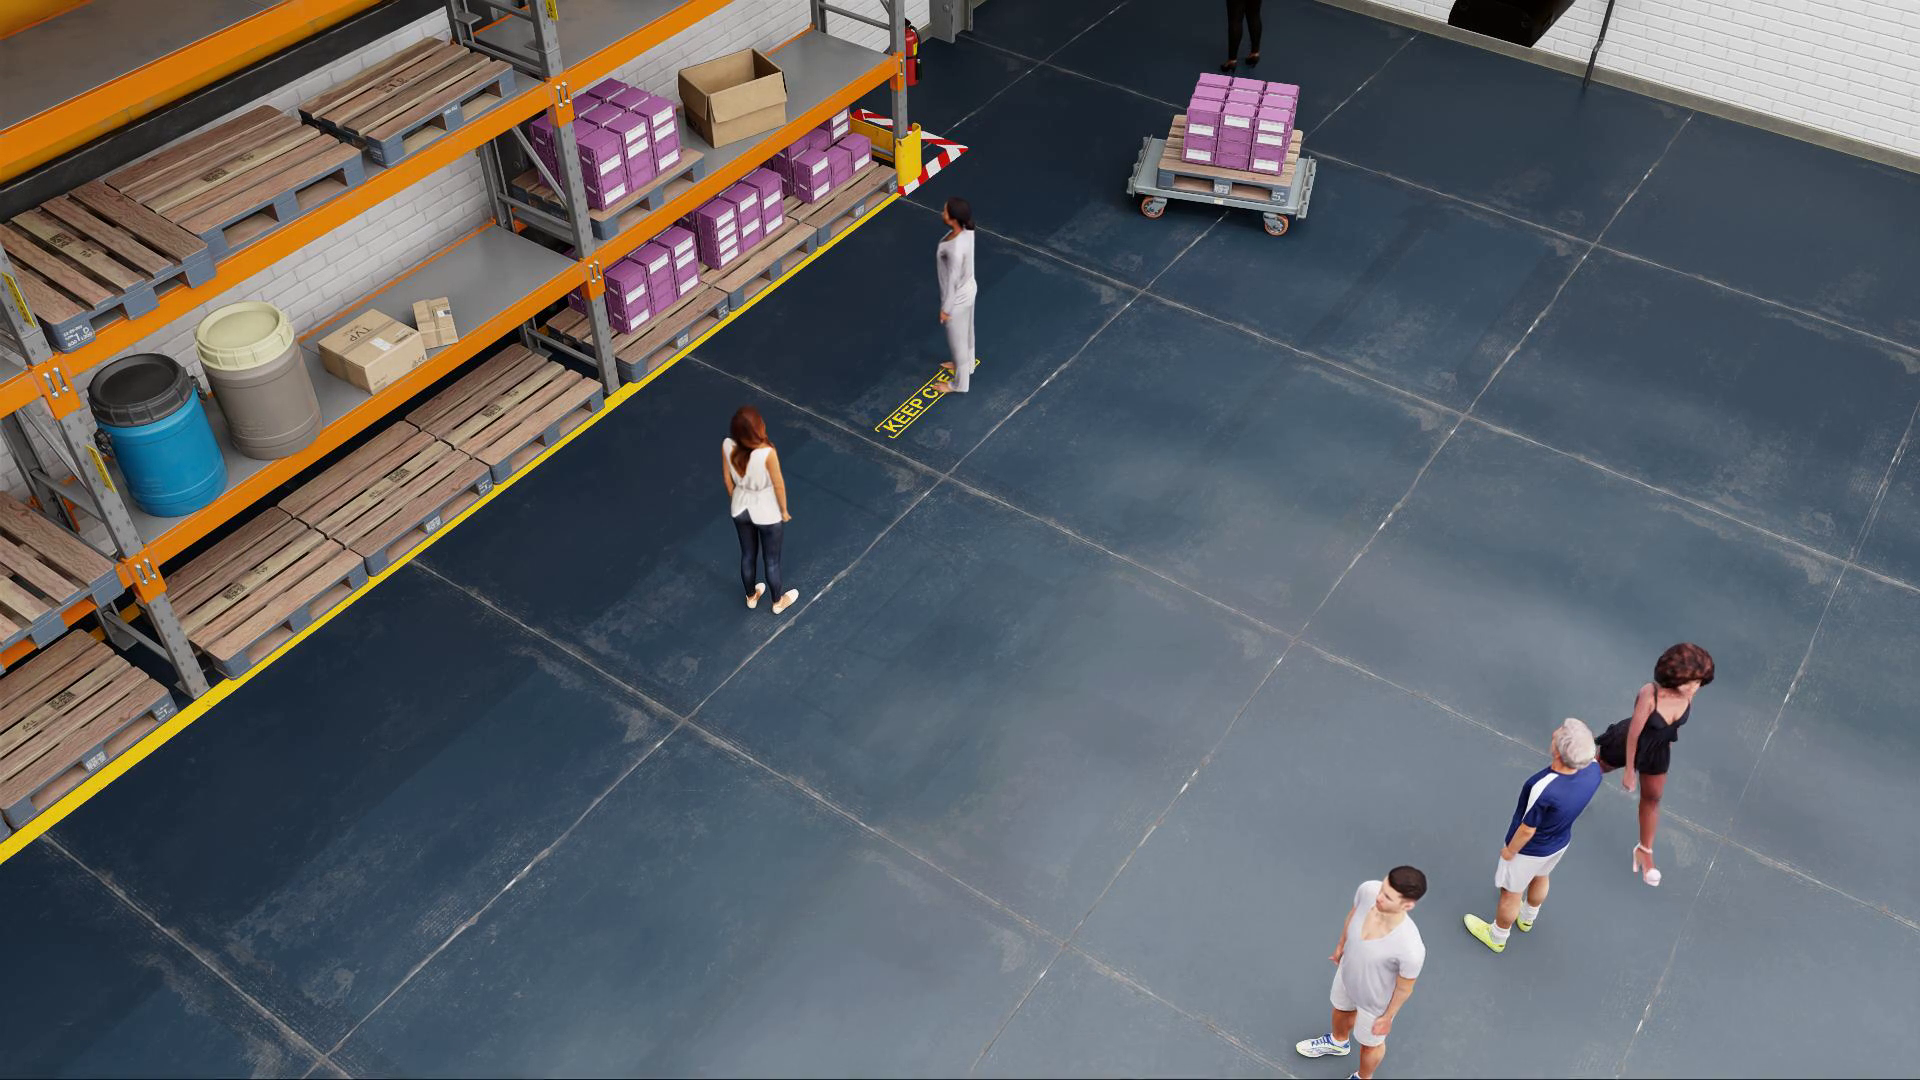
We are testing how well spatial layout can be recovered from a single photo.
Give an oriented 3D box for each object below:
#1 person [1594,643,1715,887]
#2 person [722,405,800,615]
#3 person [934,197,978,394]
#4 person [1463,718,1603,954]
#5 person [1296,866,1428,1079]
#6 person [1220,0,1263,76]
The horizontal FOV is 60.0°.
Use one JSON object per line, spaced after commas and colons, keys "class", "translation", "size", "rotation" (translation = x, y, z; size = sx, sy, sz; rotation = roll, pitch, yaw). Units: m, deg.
{"class": "person", "translation": [3.955, 1.168, 9.842], "size": [1.077, 1.739, 1.099], "rotation": [-9, 44, -10]}
{"class": "person", "translation": [-1.378, -0.193, 11.236], "size": [0.641, 1.786, 0.603], "rotation": [15, 46, 16]}
{"class": "person", "translation": [-0.011, -1.941, 13.107], "size": [0.761, 1.737, 0.621], "rotation": [8, 44, 9]}
{"class": "person", "translation": [3.228, 1.648, 9.266], "size": [0.629, 1.839, 0.769], "rotation": [-24, 49, -23]}
{"class": "person", "translation": [2.133, 2.269, 8.602], "size": [0.776, 1.855, 0.766], "rotation": [-15, 46, -15]}
{"class": "person", "translation": [2.929, -5.643, 16.918], "size": [0.702, 1.840, 0.806], "rotation": [-18, 47, -18]}
